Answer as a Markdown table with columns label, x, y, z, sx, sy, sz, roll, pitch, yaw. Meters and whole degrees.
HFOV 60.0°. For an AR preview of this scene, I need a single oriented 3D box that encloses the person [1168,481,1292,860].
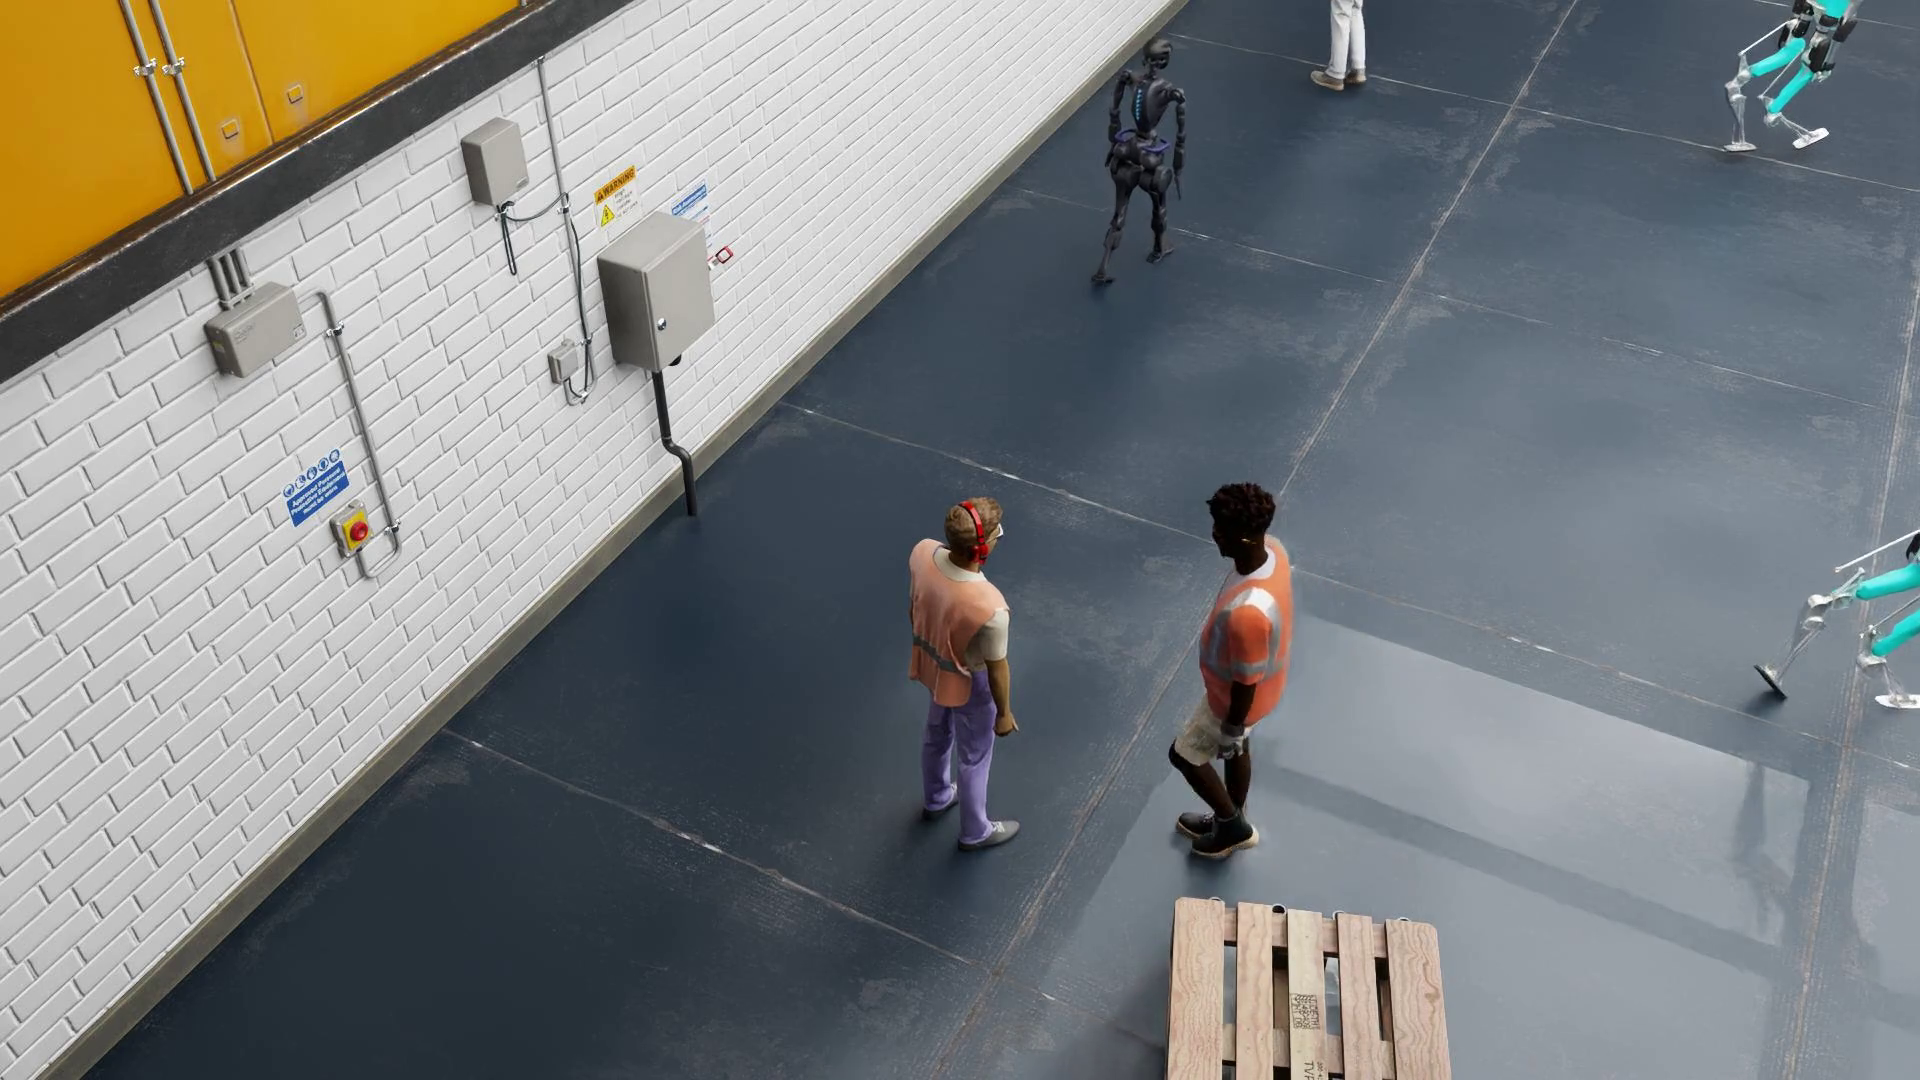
| label | x | y | z | sx | sy | sz | roll | pitch | yaw |
| --- | --- | --- | --- | --- | --- | --- | --- | --- | --- |
| person | 1.128 | 0.578 | 6.884 | 0.428 | 1.941 | 0.625 | 14 | 43 | 16 |

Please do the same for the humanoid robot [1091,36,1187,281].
| label | x | y | z | sx | sy | sz | roll | pitch | yaw |
| --- | --- | --- | --- | --- | --- | --- | --- | --- | --- |
| humanoid robot | 1.150 | -2.417 | 10.612 | 0.609 | 1.647 | 0.777 | 26 | 47 | 27 |

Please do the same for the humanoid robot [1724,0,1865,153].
| label | x | y | z | sx | sy | sz | roll | pitch | yaw |
| --- | --- | --- | --- | --- | --- | --- | --- | --- | --- |
| humanoid robot | 5.878 | -3.457 | 11.716 | 1.009 | 1.733 | 0.547 | -11 | 42 | -13 |

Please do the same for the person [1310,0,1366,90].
| label | x | y | z | sx | sy | sz | roll | pitch | yaw |
| --- | --- | --- | --- | --- | --- | --- | --- | --- | --- |
| person | 2.995 | -4.307 | 12.602 | 0.581 | 1.875 | 0.448 | -26 | 47 | -27 |

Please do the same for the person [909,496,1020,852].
| label | x | y | z | sx | sy | sz | roll | pitch | yaw |
| --- | --- | --- | --- | --- | --- | --- | --- | --- | --- |
| person | -0.002 | 0.584 | 6.953 | 0.375 | 1.844 | 0.566 | -27 | 48 | -28 |

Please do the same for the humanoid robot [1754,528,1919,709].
| label | x | y | z | sx | sy | sz | roll | pitch | yaw |
| --- | --- | --- | --- | --- | --- | --- | --- | --- | --- |
| humanoid robot | 4.211 | 0.159 | 7.563 | 0.996 | 1.770 | 0.530 | 0 | 41 | 0 |
